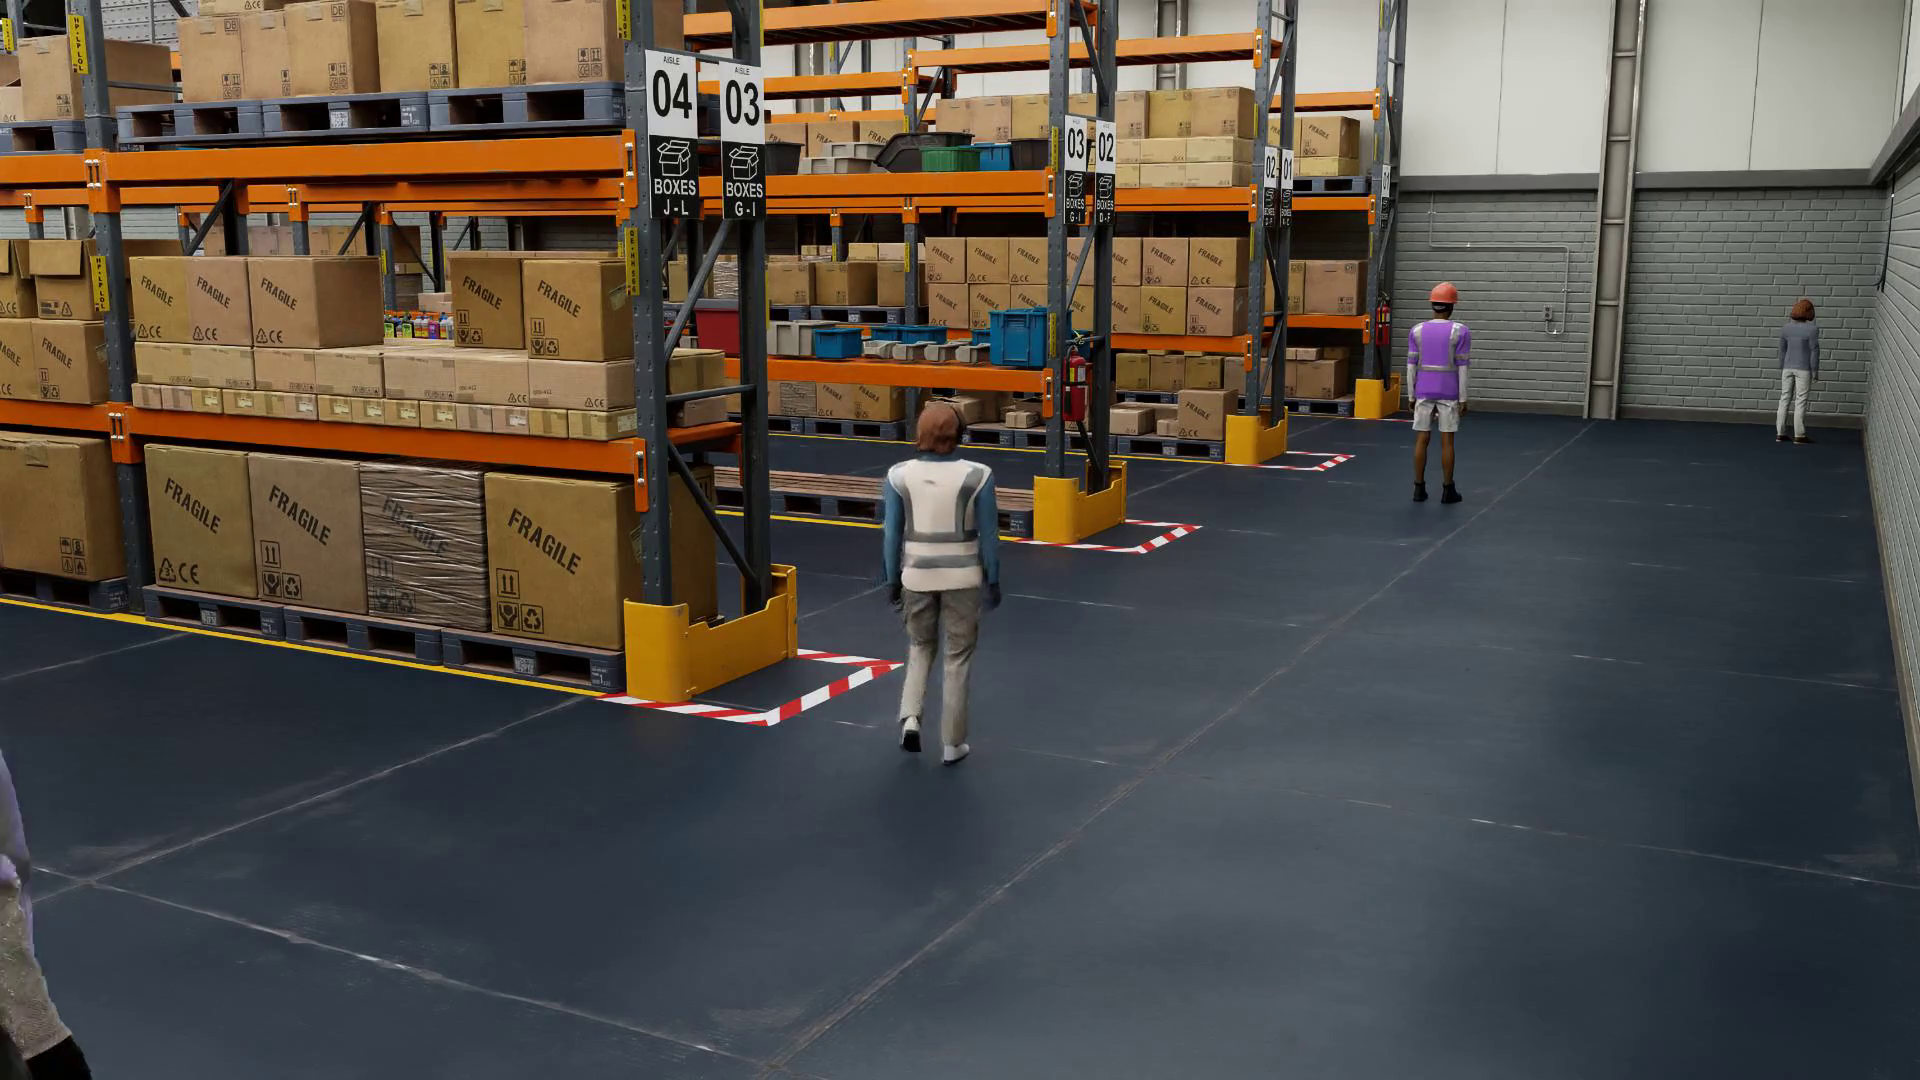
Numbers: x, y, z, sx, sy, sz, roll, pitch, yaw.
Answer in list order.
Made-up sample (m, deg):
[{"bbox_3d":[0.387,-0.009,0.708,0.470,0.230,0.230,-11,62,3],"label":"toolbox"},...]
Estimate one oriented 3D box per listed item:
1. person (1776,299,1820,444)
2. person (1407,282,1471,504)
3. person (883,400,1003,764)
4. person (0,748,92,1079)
[{"bbox_3d":[9.513,-1.911,18.867,0.286,1.636,0.499,-5,12,-25],"label":"person"},{"bbox_3d":[4.216,-1.291,14.662,0.546,1.939,0.375,7,12,32],"label":"person"},{"bbox_3d":[-0.073,0.195,7.425,0.521,1.628,0.364,3,11,16],"label":"person"},{"bbox_3d":[-1.930,0.850,3.142,0.653,1.884,0.667,-8,13,-38],"label":"person"}]
